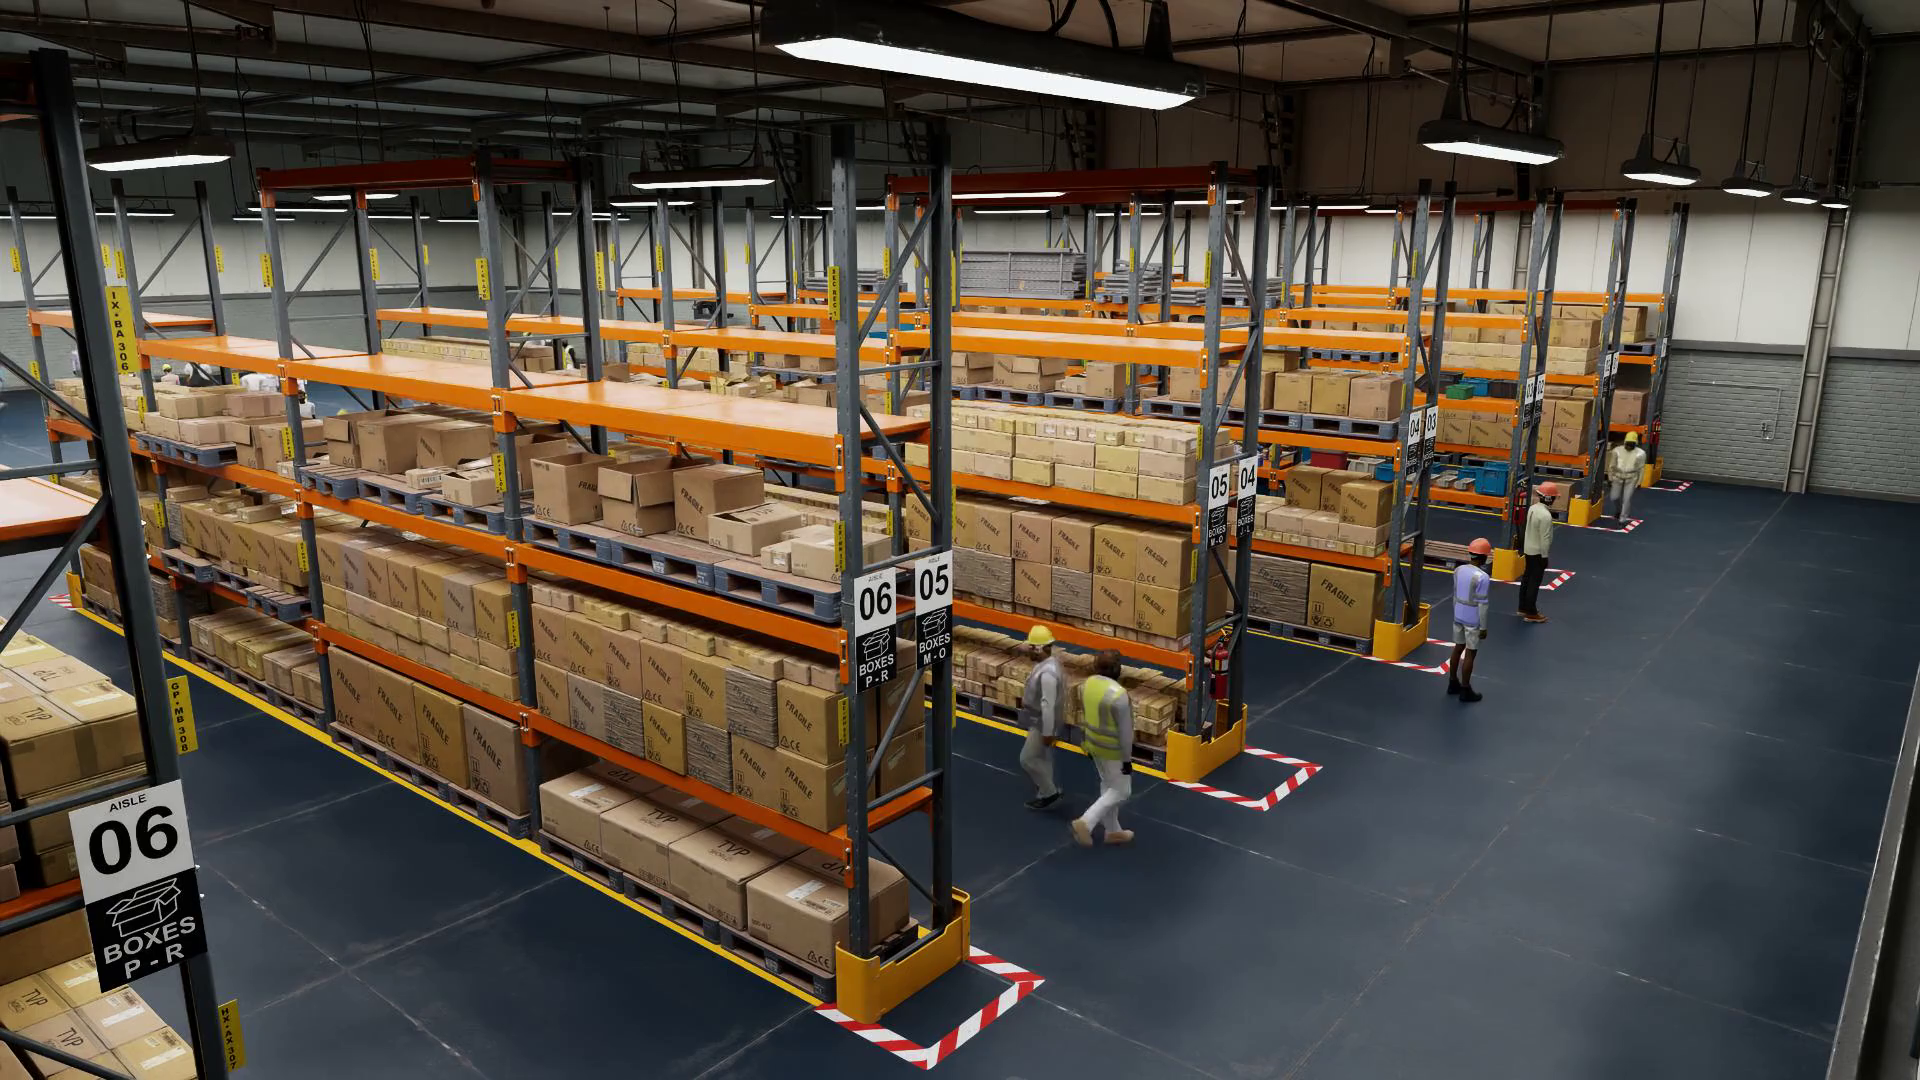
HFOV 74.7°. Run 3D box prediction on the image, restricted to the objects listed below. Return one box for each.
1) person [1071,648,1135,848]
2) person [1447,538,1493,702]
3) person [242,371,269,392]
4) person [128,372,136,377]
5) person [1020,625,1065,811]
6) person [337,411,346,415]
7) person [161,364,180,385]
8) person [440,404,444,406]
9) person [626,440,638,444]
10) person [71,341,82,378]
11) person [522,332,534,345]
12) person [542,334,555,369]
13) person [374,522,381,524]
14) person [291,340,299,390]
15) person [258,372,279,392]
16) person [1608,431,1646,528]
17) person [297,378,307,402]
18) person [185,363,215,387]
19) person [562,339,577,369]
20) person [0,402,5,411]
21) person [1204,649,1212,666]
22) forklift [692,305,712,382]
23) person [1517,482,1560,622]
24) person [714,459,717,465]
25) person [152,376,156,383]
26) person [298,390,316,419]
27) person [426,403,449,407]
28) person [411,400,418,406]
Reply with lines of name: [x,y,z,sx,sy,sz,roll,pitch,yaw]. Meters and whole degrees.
person: [1.263,1.863,11.185,0.581,1.817,0.650,-6,15,-22]
person: [6.019,0.923,14.819,0.389,1.929,0.545,-4,14,-15]
person: [-19.099,-3.849,34.240,0.618,2.026,0.424,-4,14,-16]
person: [-23.641,-4.080,36.006,0.276,1.634,0.500,11,17,38]
person: [0.768,1.693,11.896,0.430,1.808,0.610,1,14,4]
person: [-13.090,-1.888,26.824,0.528,1.716,0.946,0,14,-2]
person: [-22.569,-4.150,36.041,0.328,1.760,0.524,6,15,23]
person: [-10.920,-1.925,26.637,0.559,1.880,1.023,9,17,34]
person: [-5.923,-0.901,22.559,0.760,1.822,0.632,4,14,16]
person: [-29.697,-5.828,42.619,0.431,1.910,0.603,13,19,42]
person: [-16.230,-6.905,47.316,0.925,1.790,0.604,5,15,20]
person: [-15.571,-7.038,47.824,0.509,1.796,0.927,-8,16,-29]
person: [-10.593,-1.066,23.014,0.374,1.920,0.585,0,14,0]
person: [-22.529,-5.803,42.515,0.651,1.913,0.410,-1,14,-4]
person: [-20.846,-4.689,37.942,0.585,1.916,0.625,-12,18,-41]
person: [12.453,-1.145,23.552,0.612,1.814,0.464,10,17,35]
person: [-20.203,-4.779,38.360,0.583,1.882,0.337,-11,17,-37]
person: [-22.772,-4.690,37.757,0.687,2.000,1.055,-2,14,-7]
person: [-13.786,-6.244,44.604,0.956,1.794,0.666,-12,18,-41]
person: [-29.612,-4.733,38.604,0.491,1.682,0.540,2,14,7]
person: [3.169,0.566,16.043,0.374,2.043,0.612,8,16,29]
forklift: [-9.511,-7.392,47.124,1.873,2.768,1.129,11,17,38]
person: [8.204,0.158,17.845,0.406,1.986,0.617,1,14,4]
person: [-5.606,-2.135,27.459,0.873,1.887,0.554,9,16,32]
person: [-20.438,-3.238,32.024,0.682,1.874,0.832,-3,14,-12]
person: [-15.233,-2.568,29.311,0.535,1.864,0.309,-7,15,-26]
person: [-15.746,-4.656,37.892,0.968,1.856,0.679,4,14,14]
person: [-16.203,-4.415,37.219,0.324,1.718,0.646,-5,15,-21]
